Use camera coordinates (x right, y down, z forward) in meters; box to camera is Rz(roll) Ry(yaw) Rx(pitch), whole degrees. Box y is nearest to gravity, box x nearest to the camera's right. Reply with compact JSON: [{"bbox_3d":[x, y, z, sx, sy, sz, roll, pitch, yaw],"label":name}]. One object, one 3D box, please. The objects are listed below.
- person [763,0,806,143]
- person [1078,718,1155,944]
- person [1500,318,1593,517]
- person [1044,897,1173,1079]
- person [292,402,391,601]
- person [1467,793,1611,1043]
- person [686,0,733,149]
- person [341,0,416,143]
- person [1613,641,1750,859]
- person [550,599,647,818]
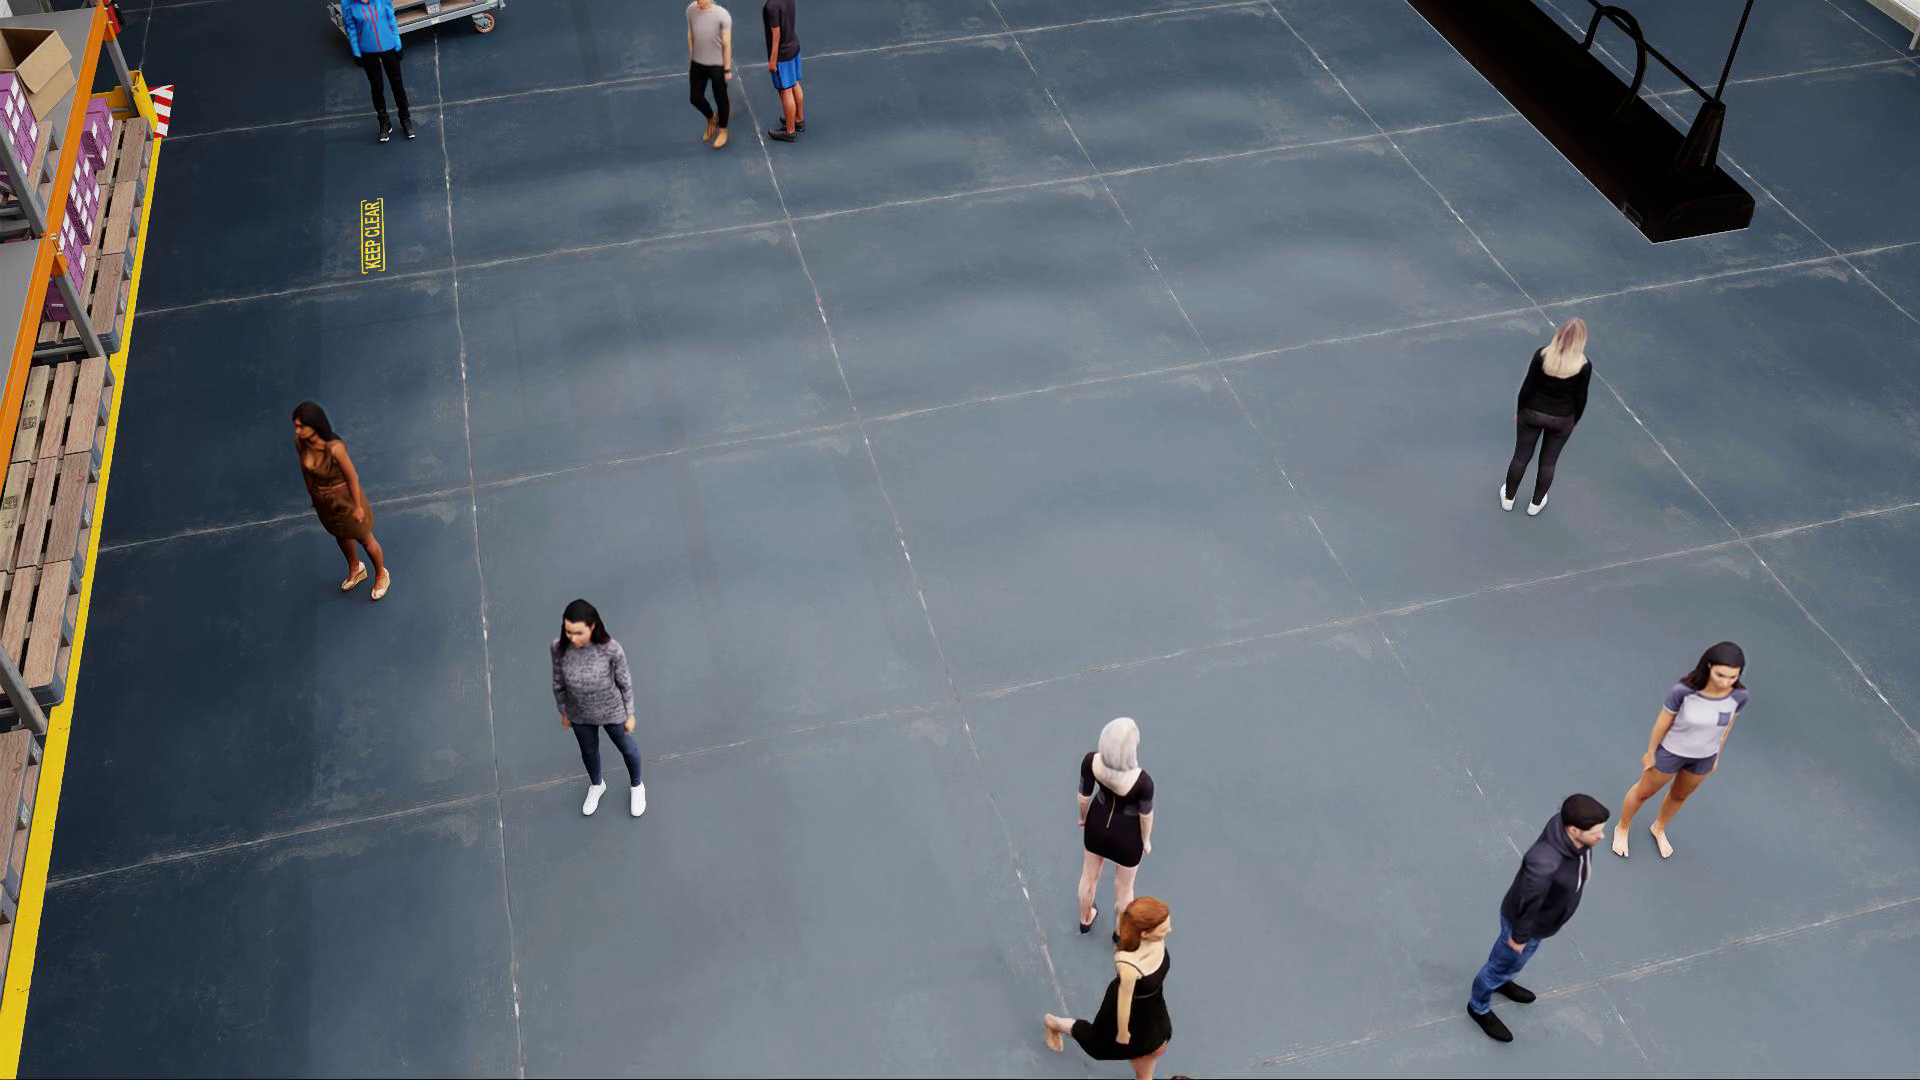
[{"bbox_3d":[-1.667,-4.643,15.739,0.768,1.797,0.678,14,45,15],"label":"person"},{"bbox_3d":[0.846,1.603,9.159,0.648,1.829,0.702,20,47,19],"label":"person"},{"bbox_3d":[4.181,-0.870,11.859,0.689,1.687,0.721,16,46,16],"label":"person"},{"bbox_3d":[0.806,2.334,8.565,1.113,1.592,0.988,32,52,29],"label":"person"},{"bbox_3d":[-4.185,-0.263,11.221,0.650,1.688,0.685,16,46,16],"label":"person"},{"bbox_3d":[3.023,1.936,8.764,0.781,1.892,0.759,28,50,27],"label":"person"},{"bbox_3d":[-2.315,-4.551,15.706,0.738,1.709,0.771,14,45,14],"label":"person"},{"bbox_3d":[-5.507,-4.643,15.739,0.617,1.797,0.512,-12,45,-12],"label":"person"},{"bbox_3d":[4.196,1.218,9.633,0.643,1.734,0.601,2,44,2],"label":"person"},{"bbox_3d":[-2.144,0.990,9.873,0.667,1.733,0.623,2,44,2],"label":"person"}]
